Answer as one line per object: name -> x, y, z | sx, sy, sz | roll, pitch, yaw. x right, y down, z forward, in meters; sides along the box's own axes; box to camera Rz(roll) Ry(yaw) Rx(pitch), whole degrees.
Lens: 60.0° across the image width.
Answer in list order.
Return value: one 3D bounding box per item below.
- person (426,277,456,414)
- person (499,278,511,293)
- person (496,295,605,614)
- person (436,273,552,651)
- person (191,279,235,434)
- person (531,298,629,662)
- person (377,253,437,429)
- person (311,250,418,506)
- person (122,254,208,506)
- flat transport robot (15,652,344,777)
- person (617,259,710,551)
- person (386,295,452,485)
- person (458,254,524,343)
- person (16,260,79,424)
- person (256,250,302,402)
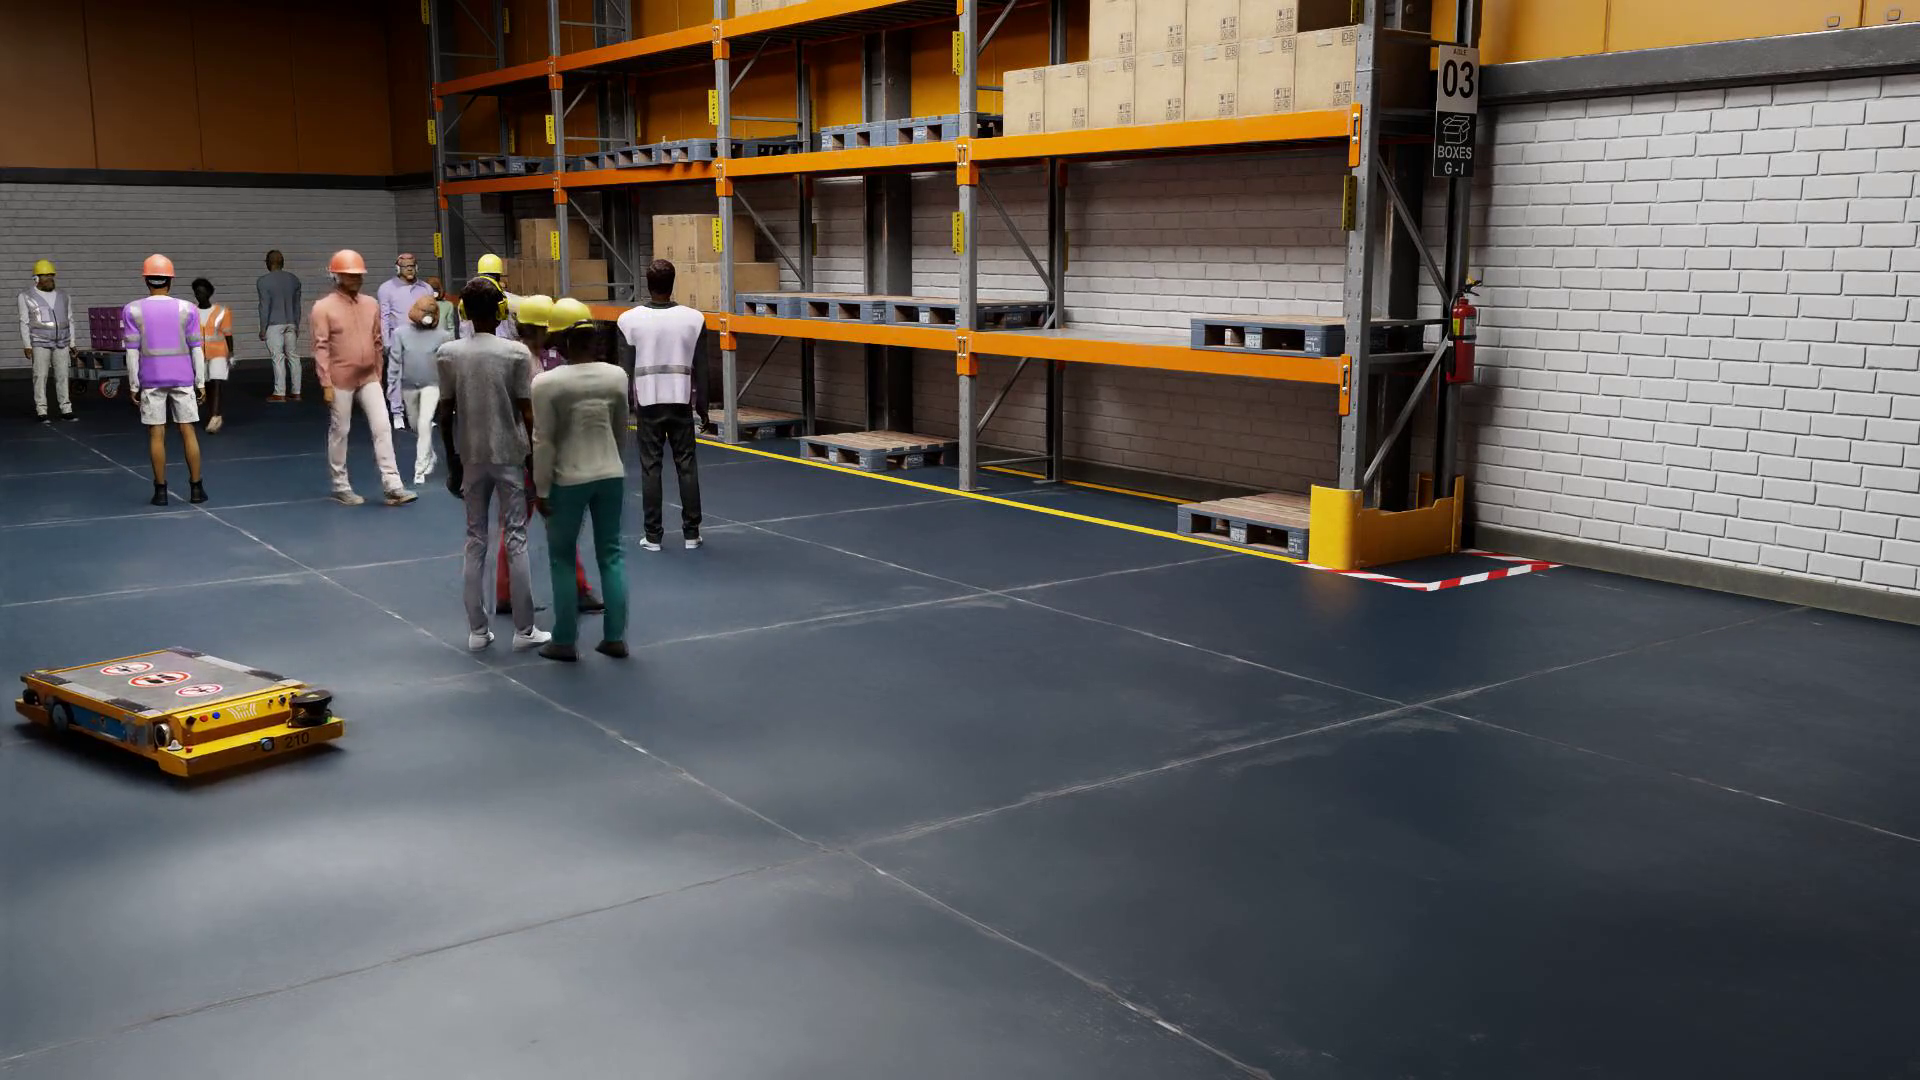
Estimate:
person -> -6.185, -2.281, 19.611 | 0.498, 1.630, 0.280 | -8, 13, -36
person -> -5.402, -2.275, 19.600 | 0.281, 1.624, 0.493 | 10, 14, 43
person -> -2.213, -0.453, 9.056 | 0.735, 1.741, 0.525 | -3, 11, -18
person -> -2.307, -0.374, 8.251 | 0.509, 1.877, 0.328 | 1, 10, 4
person -> -8.063, -1.969, 17.819 | 0.539, 1.647, 0.893 | -2, 10, -10
person -> -1.830, -0.284, 8.060 | 0.537, 1.763, 0.365 | -8, 13, -39
person -> -6.023, -2.172, 18.229 | 0.637, 1.911, 0.406 | -8, 13, -38
person -> -4.551, -1.210, 12.667 | 0.910, 1.960, 0.659 | 7, 12, 35
person -> -6.153, -1.235, 12.897 | 0.552, 1.935, 0.374 | -5, 11, -26
flat transport robot -> -3.241, 0.676, 6.858 | 1.431, 0.197, 0.652 | 8, 13, 37
person -> -1.945, -0.882, 10.977 | 0.597, 1.916, 0.371 | -3, 11, -17
person -> -4.600, -1.304, 14.280 | 0.522, 1.575, 0.832 | 0, 10, -3
person -> -4.067, -1.520, 14.576 | 0.592, 1.932, 0.393 | -2, 10, -11
person -> -10.253, -2.227, 18.733 | 0.404, 1.837, 0.596 | 8, 13, 37
person -> -8.687, -2.725, 21.240 | 0.372, 1.940, 0.632 | 5, 11, 27
